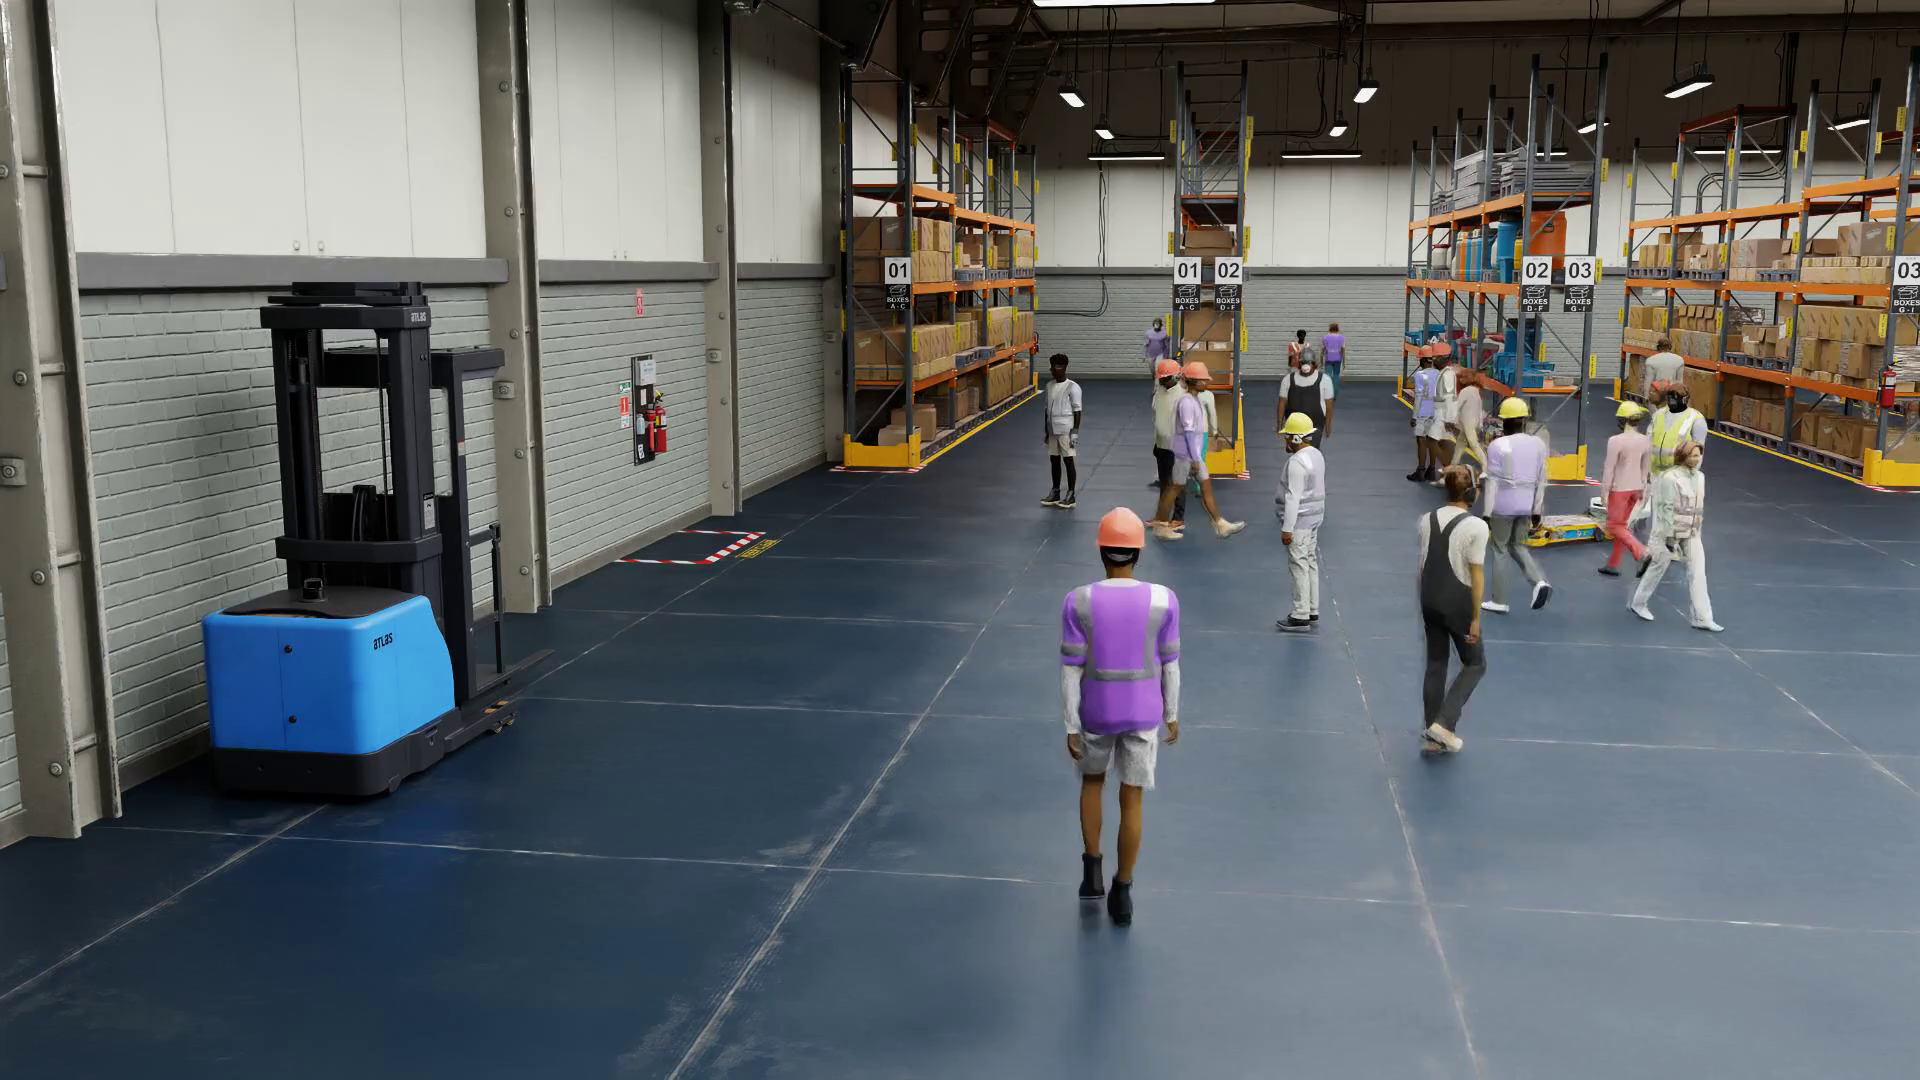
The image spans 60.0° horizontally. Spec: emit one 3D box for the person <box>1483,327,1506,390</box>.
[{"bbox_3d":[13.586,-4.534,41.707,0.854,1.583,0.514,4,10,25],"label":"person"}]

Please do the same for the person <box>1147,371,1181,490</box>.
[{"bbox_3d":[2.904,-1.600,22.997,0.571,1.792,0.605,-2,9,-13],"label":"person"}]

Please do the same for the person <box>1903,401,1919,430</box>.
[{"bbox_3d":[15.391,-2.101,26.703,0.530,1.592,0.833,2,9,13],"label":"person"}]

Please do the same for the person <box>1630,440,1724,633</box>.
[{"bbox_3d":[6.090,-0.059,14.103,0.529,1.594,0.875,-4,10,-25],"label":"person"}]

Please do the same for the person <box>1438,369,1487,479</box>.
[{"bbox_3d":[7.420,-1.694,24.224,0.878,1.587,0.503,7,12,38],"label":"person"}]

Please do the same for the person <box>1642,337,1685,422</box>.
[{"bbox_3d":[11.487,-2.352,27.207,0.627,1.934,0.370,1,9,3],"label":"person"}]

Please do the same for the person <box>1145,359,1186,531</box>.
[{"bbox_3d":[2.442,-1.115,19.412,0.392,1.986,0.610,-5,10,-27],"label":"person"}]

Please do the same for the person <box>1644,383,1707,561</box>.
[{"bbox_3d":[7.441,-0.716,17.389,0.429,1.846,0.627,-6,11,-32],"label":"person"}]

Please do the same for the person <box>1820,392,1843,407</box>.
[{"bbox_3d":[19.273,-3.859,36.733,0.594,1.854,0.854,1,9,6],"label":"person"}]

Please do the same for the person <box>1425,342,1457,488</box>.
[{"bbox_3d":[6.669,-1.721,23.017,0.456,2.023,0.625,2,10,14],"label":"person"}]

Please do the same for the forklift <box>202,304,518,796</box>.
[{"bbox_3d":[-3.673,-0.038,10.147,1.129,2.768,1.873,1,9,9],"label":"forklift"}]

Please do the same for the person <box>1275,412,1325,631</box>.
[{"bbox_3d":[2.862,-0.164,14.041,0.403,1.825,0.594,5,11,29],"label":"person"}]

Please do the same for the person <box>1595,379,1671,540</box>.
[{"bbox_3d":[7.549,-0.830,18.123,1.033,1.822,0.591,2,9,14],"label":"person"}]

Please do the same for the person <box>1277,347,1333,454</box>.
[{"bbox_3d":[4.531,-1.544,22.020,0.703,2.000,1.009,4,10,23],"label":"person"}]

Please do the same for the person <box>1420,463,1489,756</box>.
[{"bbox_3d":[3.047,0.438,10.303,0.388,1.829,0.519,-7,11,-36],"label":"person"}]

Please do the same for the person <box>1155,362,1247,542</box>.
[{"bbox_3d":[2.657,-0.963,18.426,1.043,1.993,0.636,3,10,19],"label":"person"}]

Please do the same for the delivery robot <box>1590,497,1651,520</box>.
[{"bbox_3d":[7.633,-0.393,19.205,0.707,0.478,0.477,-5,10,-27],"label":"delivery robot"}]

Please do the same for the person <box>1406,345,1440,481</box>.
[{"bbox_3d":[6.696,-1.831,23.977,0.548,1.938,0.358,-7,11,-36],"label":"person"}]

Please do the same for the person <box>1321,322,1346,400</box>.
[{"bbox_3d":[8.685,-4.161,38.729,0.564,1.818,0.685,2,9,13],"label":"person"}]

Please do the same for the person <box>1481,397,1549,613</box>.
[{"bbox_3d":[4.878,-0.288,14.564,0.593,1.912,0.558,-4,10,-23],"label":"person"}]

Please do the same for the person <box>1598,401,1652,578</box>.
[{"bbox_3d":[6.552,-0.489,16.282,0.532,1.743,0.666,-4,10,-26],"label":"person"}]

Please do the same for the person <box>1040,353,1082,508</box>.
[{"bbox_3d":[1.291,-1.403,21.246,0.367,1.964,0.609,-7,12,-39],"label":"person"}]

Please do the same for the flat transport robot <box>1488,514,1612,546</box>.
[{"bbox_3d":[6.706,-0.120,18.678,1.431,0.197,0.652,-5,10,-27],"label":"flat transport robot"}]

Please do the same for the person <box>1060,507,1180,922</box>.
[{"bbox_3d":[0.750,0.802,7.795,0.553,1.919,0.513,1,9,6],"label":"person"}]

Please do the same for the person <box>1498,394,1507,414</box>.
[{"bbox_3d":[11.587,-3.617,34.945,0.614,1.950,0.375,7,12,37],"label":"person"}]

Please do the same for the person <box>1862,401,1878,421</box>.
[{"bbox_3d":[17.649,-3.134,32.116,0.590,1.901,0.736,3,10,19],"label":"person"}]

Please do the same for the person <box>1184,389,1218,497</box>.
[{"bbox_3d":[3.150,-1.447,22.169,0.543,1.764,0.366,5,11,29],"label":"person"}]

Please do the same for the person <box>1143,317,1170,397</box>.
[{"bbox_3d":[4.735,-4.392,39.867,0.630,1.914,0.907,4,10,25],"label":"person"}]

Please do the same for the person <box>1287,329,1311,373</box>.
[{"bbox_3d":[7.691,-3.930,37.671,0.555,1.682,0.370,-1,9,-4],"label":"person"}]
